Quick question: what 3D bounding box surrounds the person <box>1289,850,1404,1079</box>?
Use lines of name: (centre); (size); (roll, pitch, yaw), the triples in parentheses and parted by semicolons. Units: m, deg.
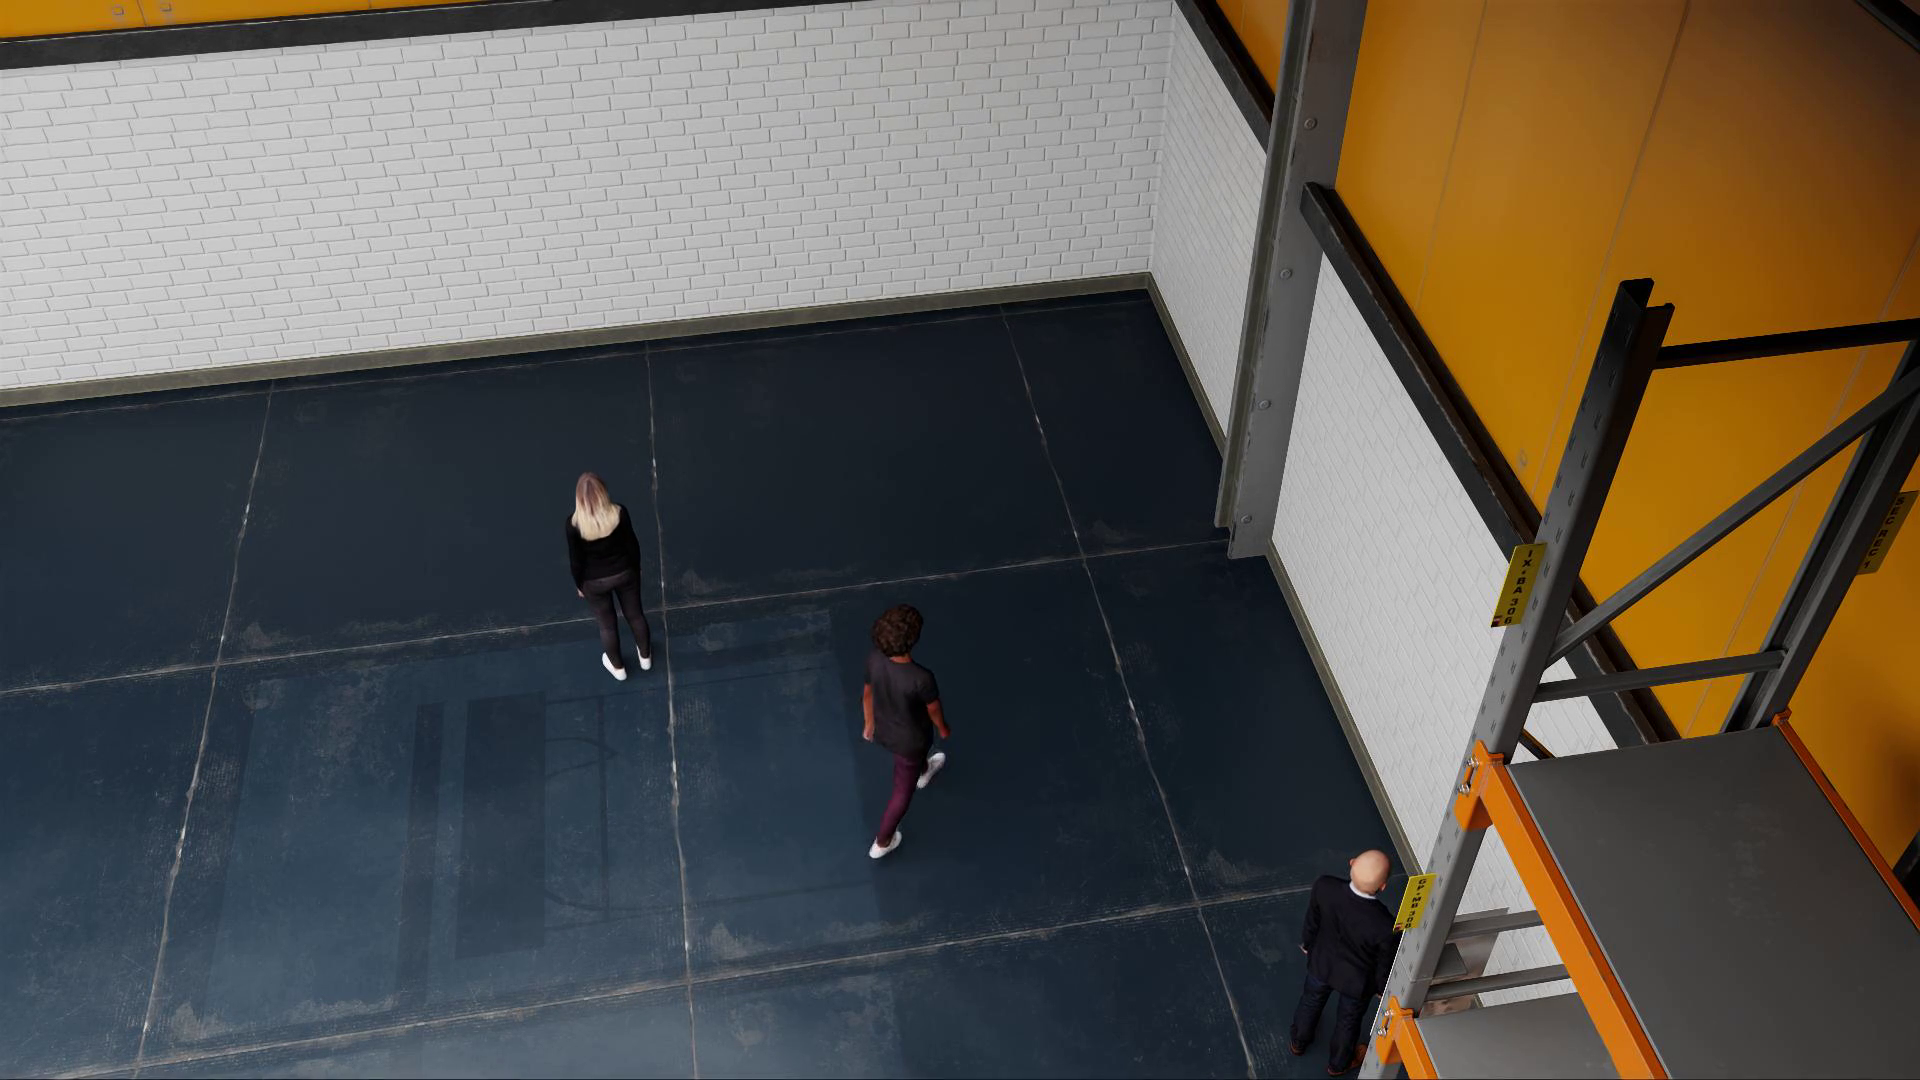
person: (1.973, 2.171, 8.528); (0.746, 1.801, 0.825); (30, 51, 28)

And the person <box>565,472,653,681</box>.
person: (-2.242, 0.239, 10.639); (0.657, 1.685, 0.618); (-17, 46, -17)

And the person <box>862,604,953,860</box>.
person: (-0.370, 1.139, 9.648); (1.102, 1.750, 1.157); (25, 49, 24)
